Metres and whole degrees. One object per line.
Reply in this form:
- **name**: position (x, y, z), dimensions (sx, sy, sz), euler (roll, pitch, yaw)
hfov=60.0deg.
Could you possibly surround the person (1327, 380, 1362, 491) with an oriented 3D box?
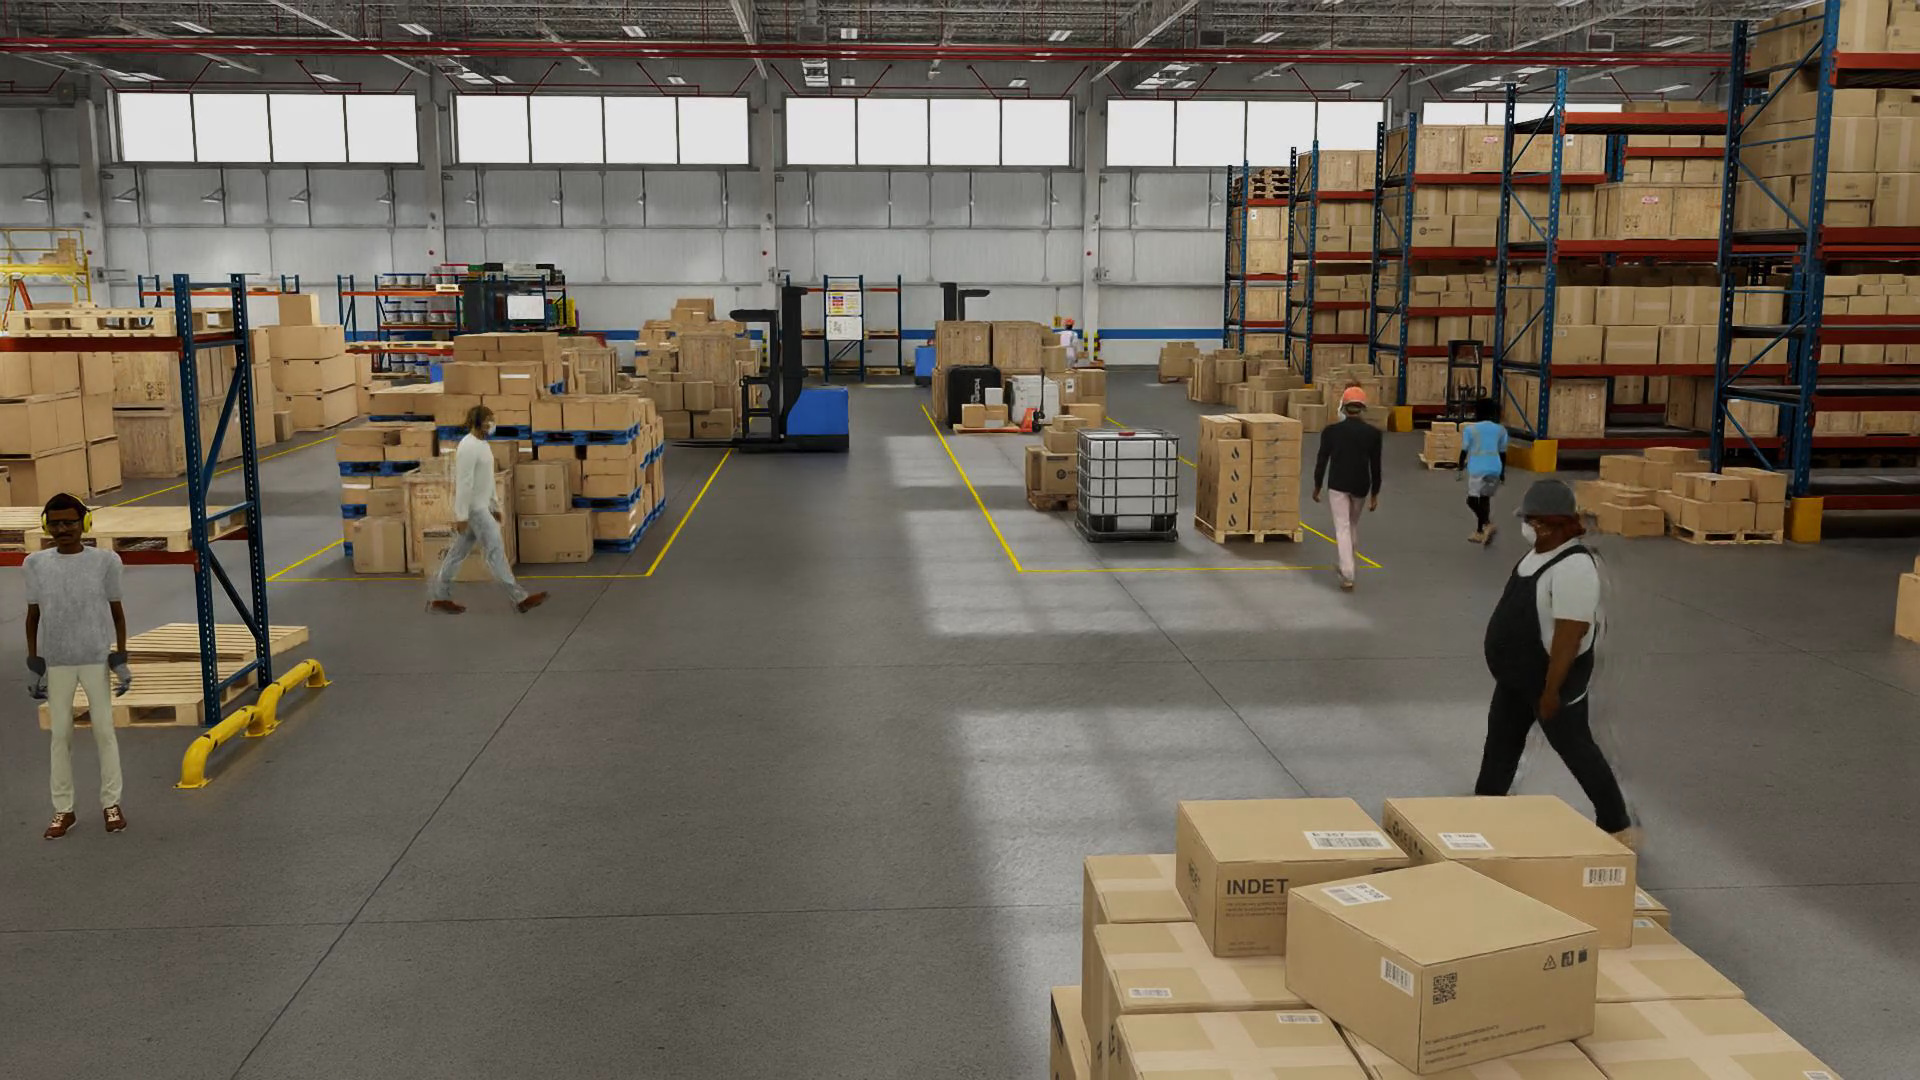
- **person**: position (5.348, -1.412, 22.891), dimensions (0.429, 1.596, 0.571), euler (-5, 10, -29)

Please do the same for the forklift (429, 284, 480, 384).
- **forklift**: position (-10.698, -4.219, 36.521), dimensions (1.873, 2.768, 1.129), euler (-3, 9, -16)

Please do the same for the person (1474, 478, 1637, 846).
- **person**: position (3.091, 0.635, 8.672), dimensions (1.002, 2.000, 0.690), euler (0, 9, -1)

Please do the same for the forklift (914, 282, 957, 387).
- **forklift**: position (-0.284, -5.566, 44.980), dimensions (1.873, 2.768, 1.129), euler (-1, 9, -4)

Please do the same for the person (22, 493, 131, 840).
- **person**: position (-4.764, 0.672, 8.976), dimensions (0.508, 1.872, 0.329), euler (-3, 10, -21)

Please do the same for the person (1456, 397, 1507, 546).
- **person**: position (5.869, -0.751, 18.518), dimensions (0.554, 1.668, 0.651), euler (-2, 9, -14)

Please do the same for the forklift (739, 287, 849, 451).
- **forklift**: position (-2.857, -2.959, 28.607), dimensions (1.873, 2.768, 1.129), euler (-1, 9, -4)

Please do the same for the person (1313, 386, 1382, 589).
- **person**: position (3.788, -0.518, 16.183), dimensions (0.605, 1.959, 0.996), euler (-1, 9, -6)

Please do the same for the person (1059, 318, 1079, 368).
- **person**: position (2.838, -4.829, 43.356), dimensions (0.564, 1.917, 0.410), euler (4, 10, 26)

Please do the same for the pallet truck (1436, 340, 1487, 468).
- **pallet truck**: position (8.004, -2.170, 26.422), dimensions (0.823, 1.965, 1.885), euler (2, 9, 14)

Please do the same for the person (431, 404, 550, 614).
- **person**: position (-4.241, -0.261, 14.784), dimensions (1.076, 1.878, 0.647), euler (-1, 9, -7)
